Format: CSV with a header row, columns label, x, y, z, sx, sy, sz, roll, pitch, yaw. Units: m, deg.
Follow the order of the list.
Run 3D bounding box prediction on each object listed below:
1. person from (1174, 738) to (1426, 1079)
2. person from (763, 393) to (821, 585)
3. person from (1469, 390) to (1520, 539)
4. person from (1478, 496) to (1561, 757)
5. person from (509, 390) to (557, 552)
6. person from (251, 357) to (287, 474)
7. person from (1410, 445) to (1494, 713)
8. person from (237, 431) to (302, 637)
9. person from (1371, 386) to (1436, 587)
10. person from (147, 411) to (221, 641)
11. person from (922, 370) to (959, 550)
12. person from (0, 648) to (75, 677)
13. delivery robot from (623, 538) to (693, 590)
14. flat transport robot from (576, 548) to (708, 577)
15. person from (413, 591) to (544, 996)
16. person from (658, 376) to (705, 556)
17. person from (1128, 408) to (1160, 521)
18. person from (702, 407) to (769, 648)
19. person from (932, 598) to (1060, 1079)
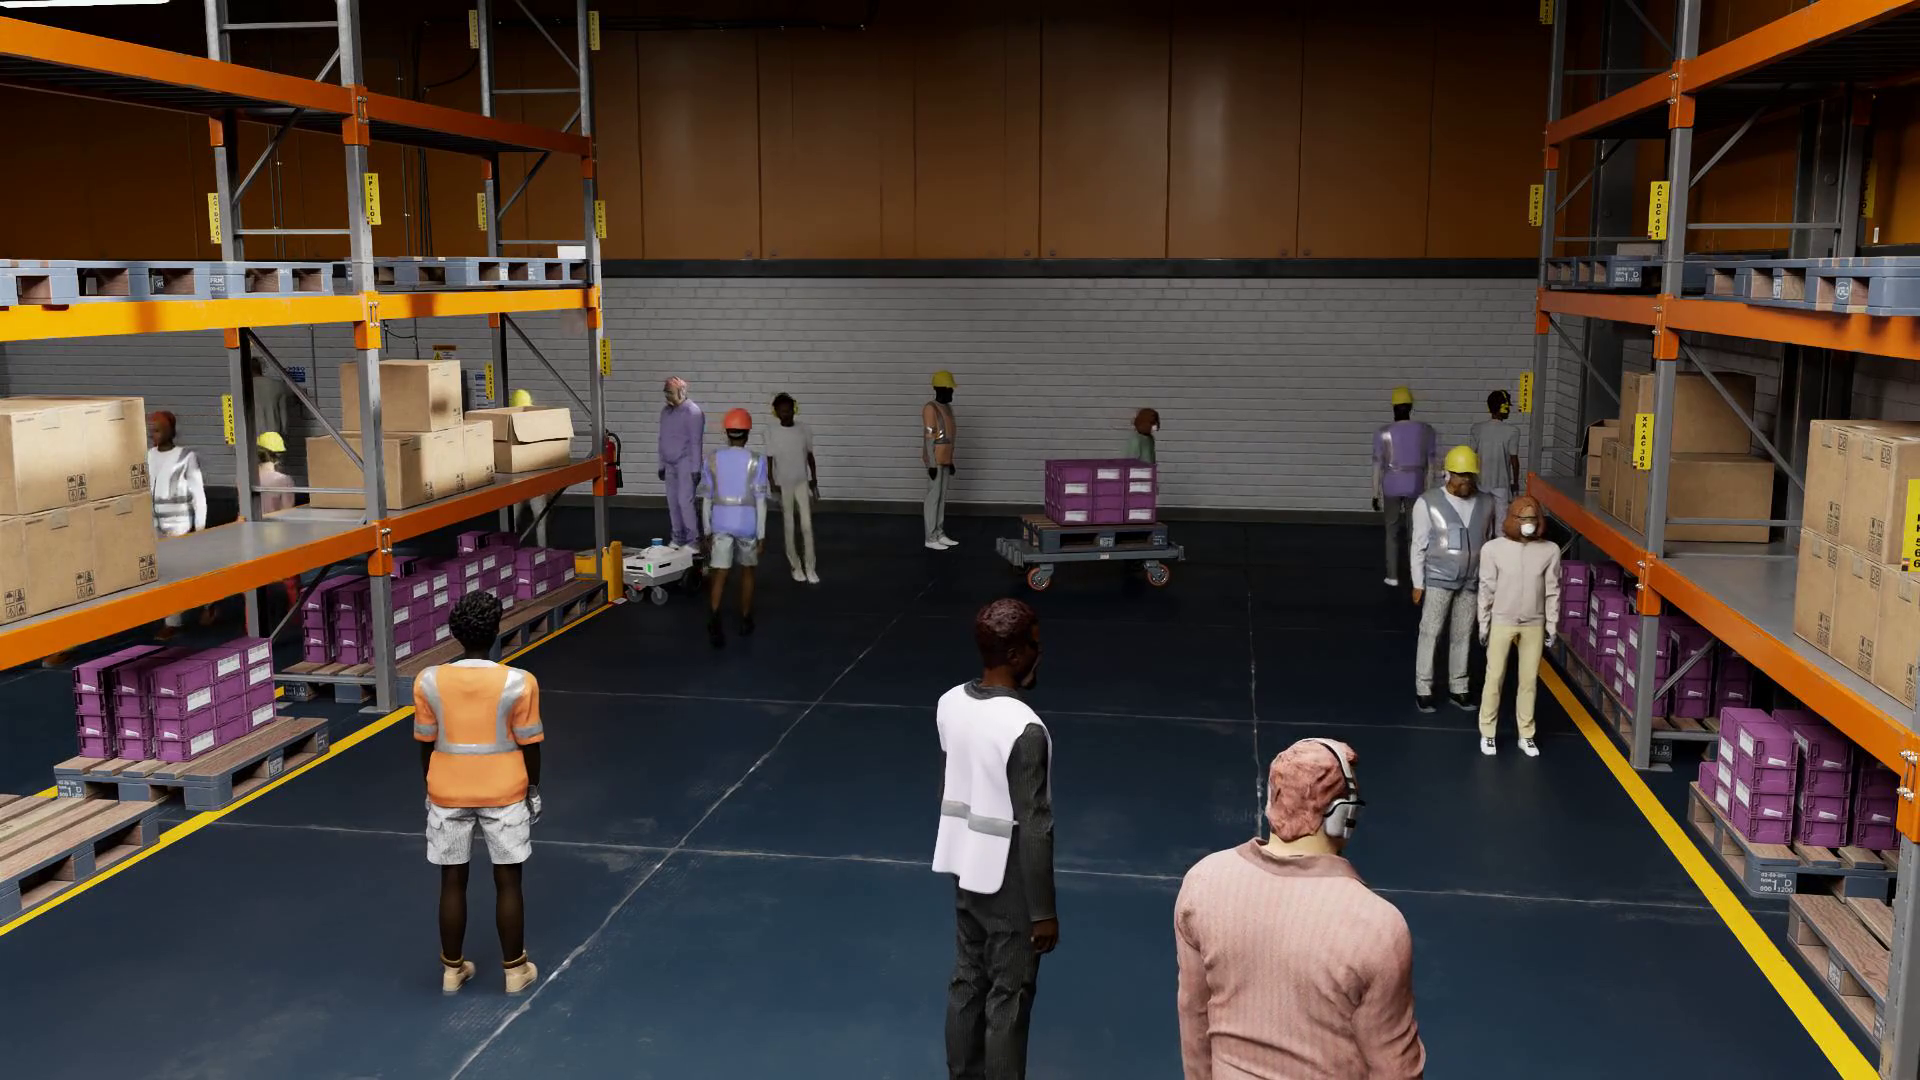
label,x,y,z,sx,sy,sz,roll,pitch,yaw
person,0.829,1.407,4.007,0.638,1.902,0.407,9,13,43
person,-1.573,-0.474,15.794,0.550,1.835,0.744,-2,10,-15
person,5.075,-0.490,15.824,0.518,1.862,0.323,8,12,40
person,3.438,0.532,10.254,0.498,1.628,0.273,0,9,2
person,-4.345,-0.590,16.581,0.619,1.825,0.405,-3,10,-20
person,-8.709,-1.314,20.767,0.375,1.920,0.651,9,13,43
person,3.343,0.264,11.267,0.600,1.827,0.404,-2,9,-11
person,-5.446,-0.002,13.227,0.540,1.720,0.894,1,9,8
person,4.162,-0.484,15.627,0.608,1.909,0.507,1,9,3
person,-6.398,-0.125,13.551,0.581,1.869,0.514,3,10,19
person,-0.204,-0.867,17.939,0.375,1.929,0.585,4,10,21
person,-6.915,0.059,12.288,0.655,1.904,0.831,2,9,9
delivery robot,-2.748,0.228,15.126,0.477,0.478,0.707,4,10,26
flat transport robot,-3.214,0.237,16.229,1.431,0.197,0.652,6,11,33
person,-1.973,1.049,6.861,0.530,1.689,0.322,0,9,-3
person,-2.951,-0.772,17.469,0.696,1.897,0.416,9,13,44
person,1.866,-0.541,16.874,0.387,1.609,0.600,4,10,25
person,-1.816,-0.101,13.312,0.569,1.904,0.909,1,9,4
person,0.124,1.142,5.581,0.391,1.920,0.587,-5,11,-30
